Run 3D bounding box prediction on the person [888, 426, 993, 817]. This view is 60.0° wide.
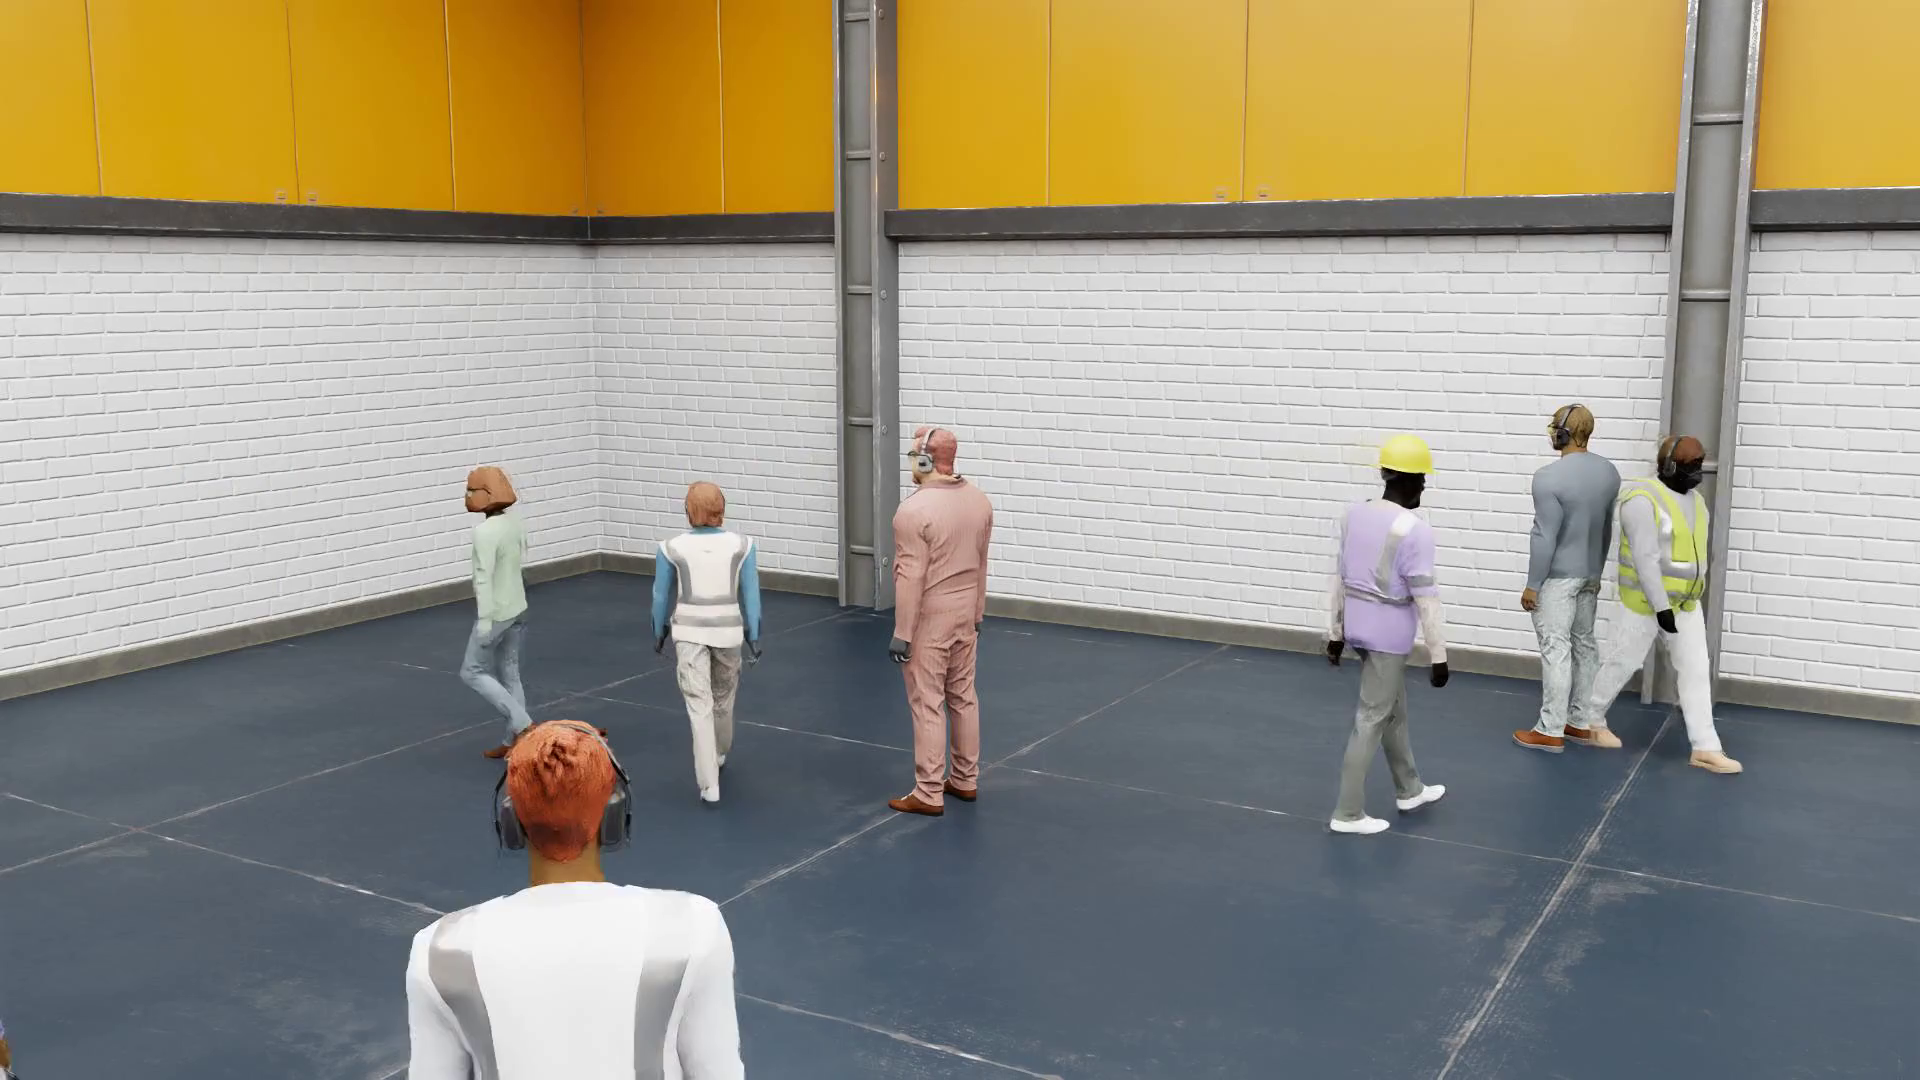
[{"bbox_3d":[-0.126,0.394,8.182,0.408,1.905,0.654,7,12,38],"label":"person"}]

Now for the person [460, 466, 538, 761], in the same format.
[{"bbox_3d":[-2.495,0.412,8.948,0.354,1.620,0.519,1,9,6],"label":"person"}]

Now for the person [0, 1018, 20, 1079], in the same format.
[{"bbox_3d":[-2.132,1.113,3.398,0.510,2.002,0.659,2,9,14],"label":"person"}]

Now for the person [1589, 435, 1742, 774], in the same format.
[{"bbox_3d":[3.786,0.317,9.028,0.610,1.795,0.931,-5,10,-28],"label":"person"}]

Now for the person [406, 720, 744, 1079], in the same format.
[{"bbox_3d":[-0.658,1.262,2.882,0.613,1.868,0.655,0,9,-3],"label":"person"}]

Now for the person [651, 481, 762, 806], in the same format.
[{"bbox_3d":[-1.303,0.494,8.504,0.541,1.587,0.848,-3,9,-15],"label":"person"}]

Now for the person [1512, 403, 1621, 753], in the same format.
[{"bbox_3d":[3.359,0.210,9.232,0.631,1.940,0.372,-6,11,-33],"label":"person"}]

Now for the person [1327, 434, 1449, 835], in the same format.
[{"bbox_3d":[2.113,0.446,7.886,0.869,1.889,0.627,-4,10,-22],"label":"person"}]
